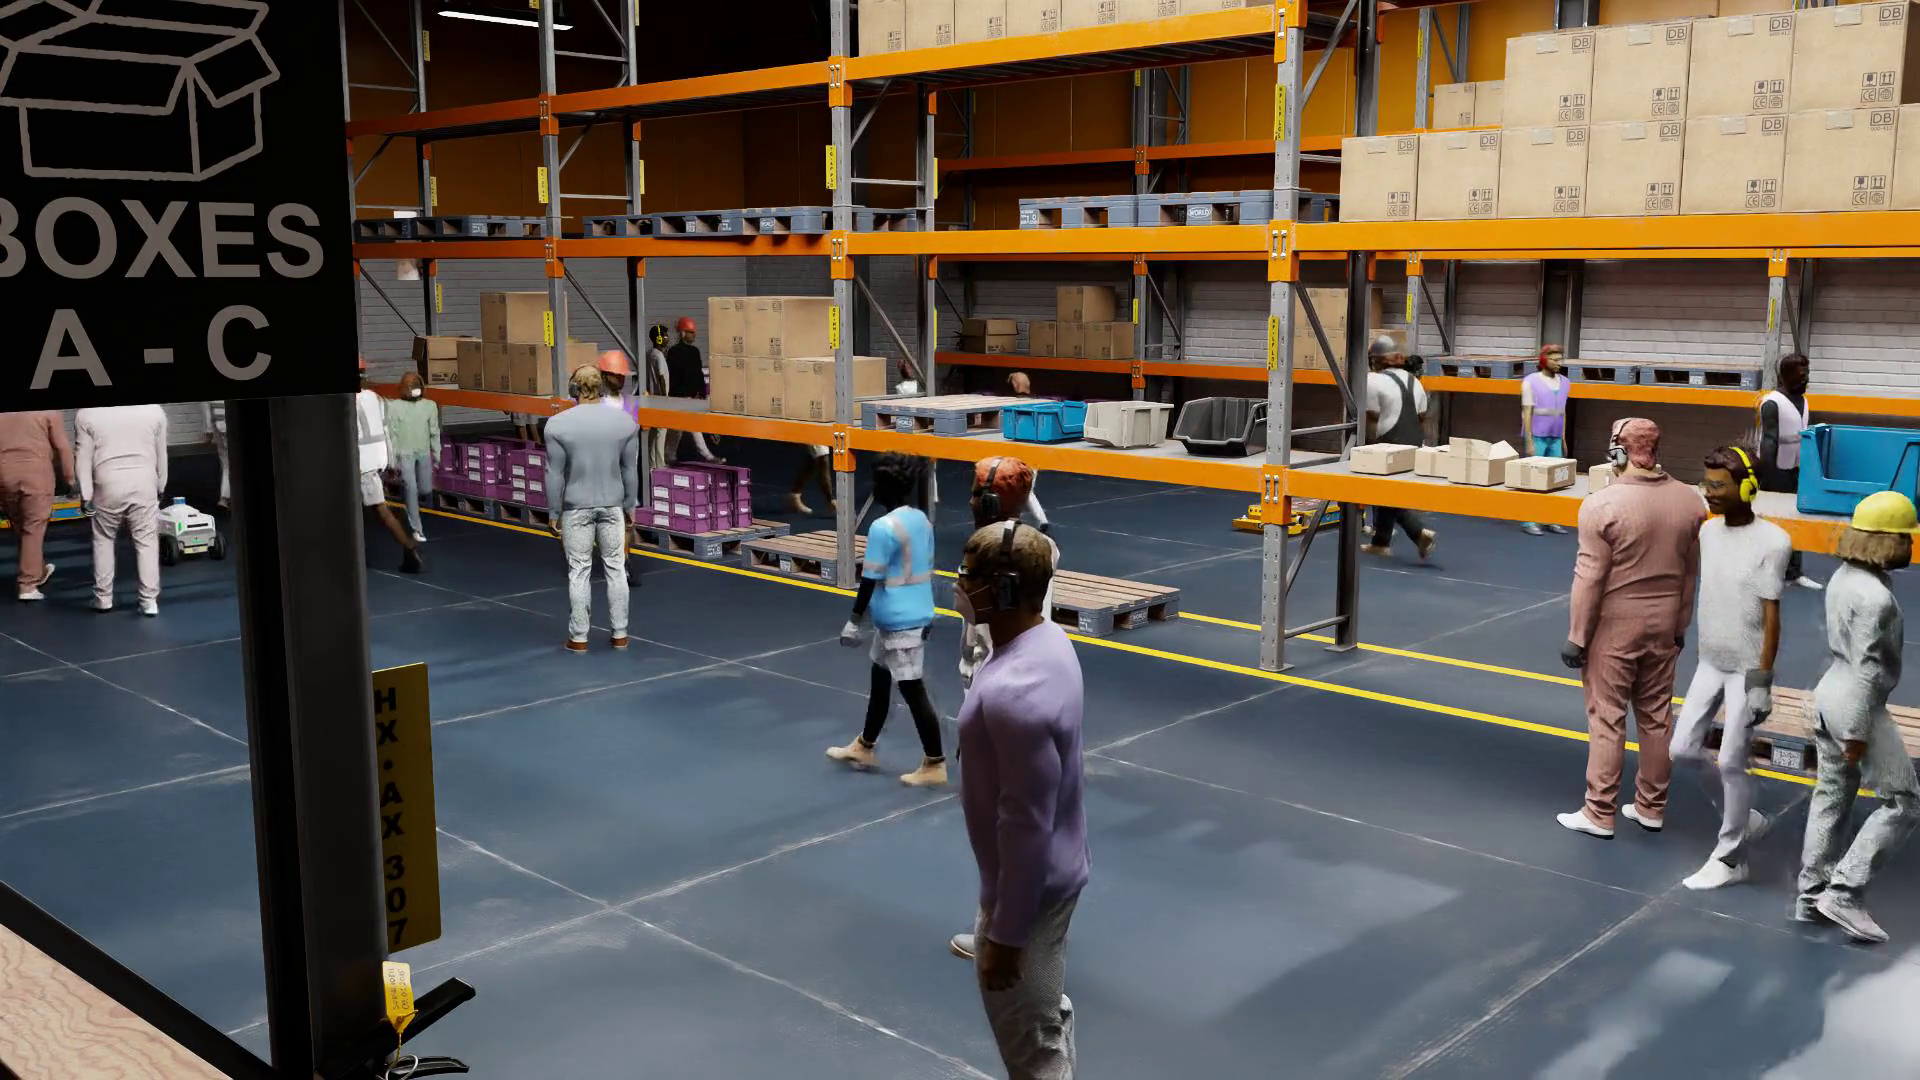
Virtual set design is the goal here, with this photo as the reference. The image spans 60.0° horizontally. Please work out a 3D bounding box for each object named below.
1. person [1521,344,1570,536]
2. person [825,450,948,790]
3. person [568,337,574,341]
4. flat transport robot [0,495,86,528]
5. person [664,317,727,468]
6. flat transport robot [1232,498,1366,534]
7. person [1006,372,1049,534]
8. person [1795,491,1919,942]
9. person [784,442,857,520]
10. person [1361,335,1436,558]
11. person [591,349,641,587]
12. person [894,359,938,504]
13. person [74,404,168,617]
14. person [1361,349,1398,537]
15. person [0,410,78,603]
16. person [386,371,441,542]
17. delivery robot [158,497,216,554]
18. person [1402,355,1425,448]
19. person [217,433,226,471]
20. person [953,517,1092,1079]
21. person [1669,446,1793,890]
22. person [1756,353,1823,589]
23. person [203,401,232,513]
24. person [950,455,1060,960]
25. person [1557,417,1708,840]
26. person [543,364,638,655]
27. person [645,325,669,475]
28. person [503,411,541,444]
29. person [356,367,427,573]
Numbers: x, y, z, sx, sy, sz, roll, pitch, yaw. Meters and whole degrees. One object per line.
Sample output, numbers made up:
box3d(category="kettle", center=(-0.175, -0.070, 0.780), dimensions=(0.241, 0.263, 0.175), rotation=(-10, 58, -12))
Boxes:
box3d(category="person", center=(5.622, -0.967, 16.042), dimensions=(0.573, 1.845, 0.396), rotation=(-4, 10, -25))
box3d(category="person", center=(-0.391, 0.395, 8.241), dimensions=(0.801, 1.663, 0.548), rotation=(3, 10, 17))
box3d(category="person", center=(-4.846, -1.668, 20.719), dimensions=(0.521, 1.725, 0.835), rotation=(-4, 10, -21))
box3d(category="flat transport robot", center=(-9.076, -0.321, 16.894), dimensions=(0.652, 0.197, 1.431), rotation=(9, 13, 43))
box3d(category="person", center=(-3.413, -1.851, 21.160), dimensions=(1.005, 1.937, 0.644), rotation=(4, 10, 22))
box3d(category="flat transport robot", center=(3.385, -0.262, 16.528), dimensions=(0.652, 0.197, 1.431), rotation=(9, 13, 43))
box3d(category="person", center=(0.583, -0.731, 15.275), dimensions=(0.571, 1.621, 0.530), rotation=(-6, 11, -32))
box3d(category="person", center=(3.460, 0.672, 6.363), dimensions=(0.414, 1.731, 0.490), rotation=(1, 9, 9))
box3d(category="person", center=(-1.474, -1.212, 17.090), dimensions=(0.949, 2.004, 0.624), rotation=(4, 10, 25))
box3d(category="person", center=(3.863, -0.821, 14.545), dimensions=(0.699, 2.000, 0.850), rotation=(-7, 12, -37))
box3d(category="person", center=(-2.854, -0.590, 13.489), dimensions=(0.551, 1.921, 0.648), rotation=(-8, 12, -40))
box3d(category="person", center=(-0.552, -1.187, 18.178), dimensions=(0.524, 1.586, 0.884), rotation=(-9, 13, -43))
box3d(category="person", center=(-6.217, -0.371, 12.340), dimensions=(0.657, 1.865, 0.813), rotation=(-7, 12, -38))
box3d(category="person", center=(3.947, -0.940, 15.874), dimensions=(0.346, 1.845, 0.505), rotation=(-7, 12, -38))
box3d(category="person", center=(-7.278, -0.477, 13.016), dimensions=(0.673, 1.850, 1.011), rotation=(-1, 9, -6))
box3d(category="person", center=(-5.206, -0.808, 15.794), dimensions=(0.506, 1.614, 0.611), rotation=(-8, 12, -40))
box3d(category="delivery robot", center=(-6.837, -0.133, 14.586), dimensions=(0.707, 0.478, 0.477), rotation=(8, 12, 42))
box3d(category="person", center=(4.804, -1.127, 17.585), dimensions=(0.825, 1.649, 0.543), rotation=(7, 12, 36))
box3d(category="person", center=(-9.252, -1.795, 21.130), dimensions=(0.631, 1.842, 0.428), rotation=(-2, 9, -10))
box3d(category="person", center=(0.148, 0.902, 4.293), dimensions=(0.379, 1.940, 0.629), rotation=(1, 9, 7))
box3d(category="person", center=(3.182, 0.537, 6.827), dimensions=(0.418, 1.852, 0.521), rotation=(-4, 10, -21))
box3d(category="person", center=(6.606, -0.572, 13.484), dimensions=(0.596, 1.895, 0.789), rotation=(-7, 12, -36))
box3d(category="person", center=(-7.419, -1.145, 17.041), dimensions=(0.603, 1.872, 0.422), rotation=(2, 10, 14))
box3d(category="person", center=(0.168, 0.625, 6.165), dimensions=(0.355, 1.883, 0.572), rotation=(5, 10, 26))
box3d(category="person", center=(2.998, 0.398, 7.500), dimensions=(0.639, 1.904, 0.409), rotation=(-3, 10, -18))
box3d(category="person", center=(-2.450, -0.200, 11.077), dimensions=(0.628, 1.932, 0.364), rotation=(-5, 10, -27))
box3d(category="person", center=(-3.700, -1.712, 20.531), dimensions=(0.319, 1.871, 0.532), rotation=(-5, 11, -30))
box3d(category="person", center=(-5.325, -1.730, 20.142), dimensions=(0.391, 2.034, 0.605), rotation=(3, 10, 20))
box3d(category="person", center=(-4.952, -0.635, 13.998), dimensions=(1.018, 1.859, 0.619), rotation=(1, 9, 8))
